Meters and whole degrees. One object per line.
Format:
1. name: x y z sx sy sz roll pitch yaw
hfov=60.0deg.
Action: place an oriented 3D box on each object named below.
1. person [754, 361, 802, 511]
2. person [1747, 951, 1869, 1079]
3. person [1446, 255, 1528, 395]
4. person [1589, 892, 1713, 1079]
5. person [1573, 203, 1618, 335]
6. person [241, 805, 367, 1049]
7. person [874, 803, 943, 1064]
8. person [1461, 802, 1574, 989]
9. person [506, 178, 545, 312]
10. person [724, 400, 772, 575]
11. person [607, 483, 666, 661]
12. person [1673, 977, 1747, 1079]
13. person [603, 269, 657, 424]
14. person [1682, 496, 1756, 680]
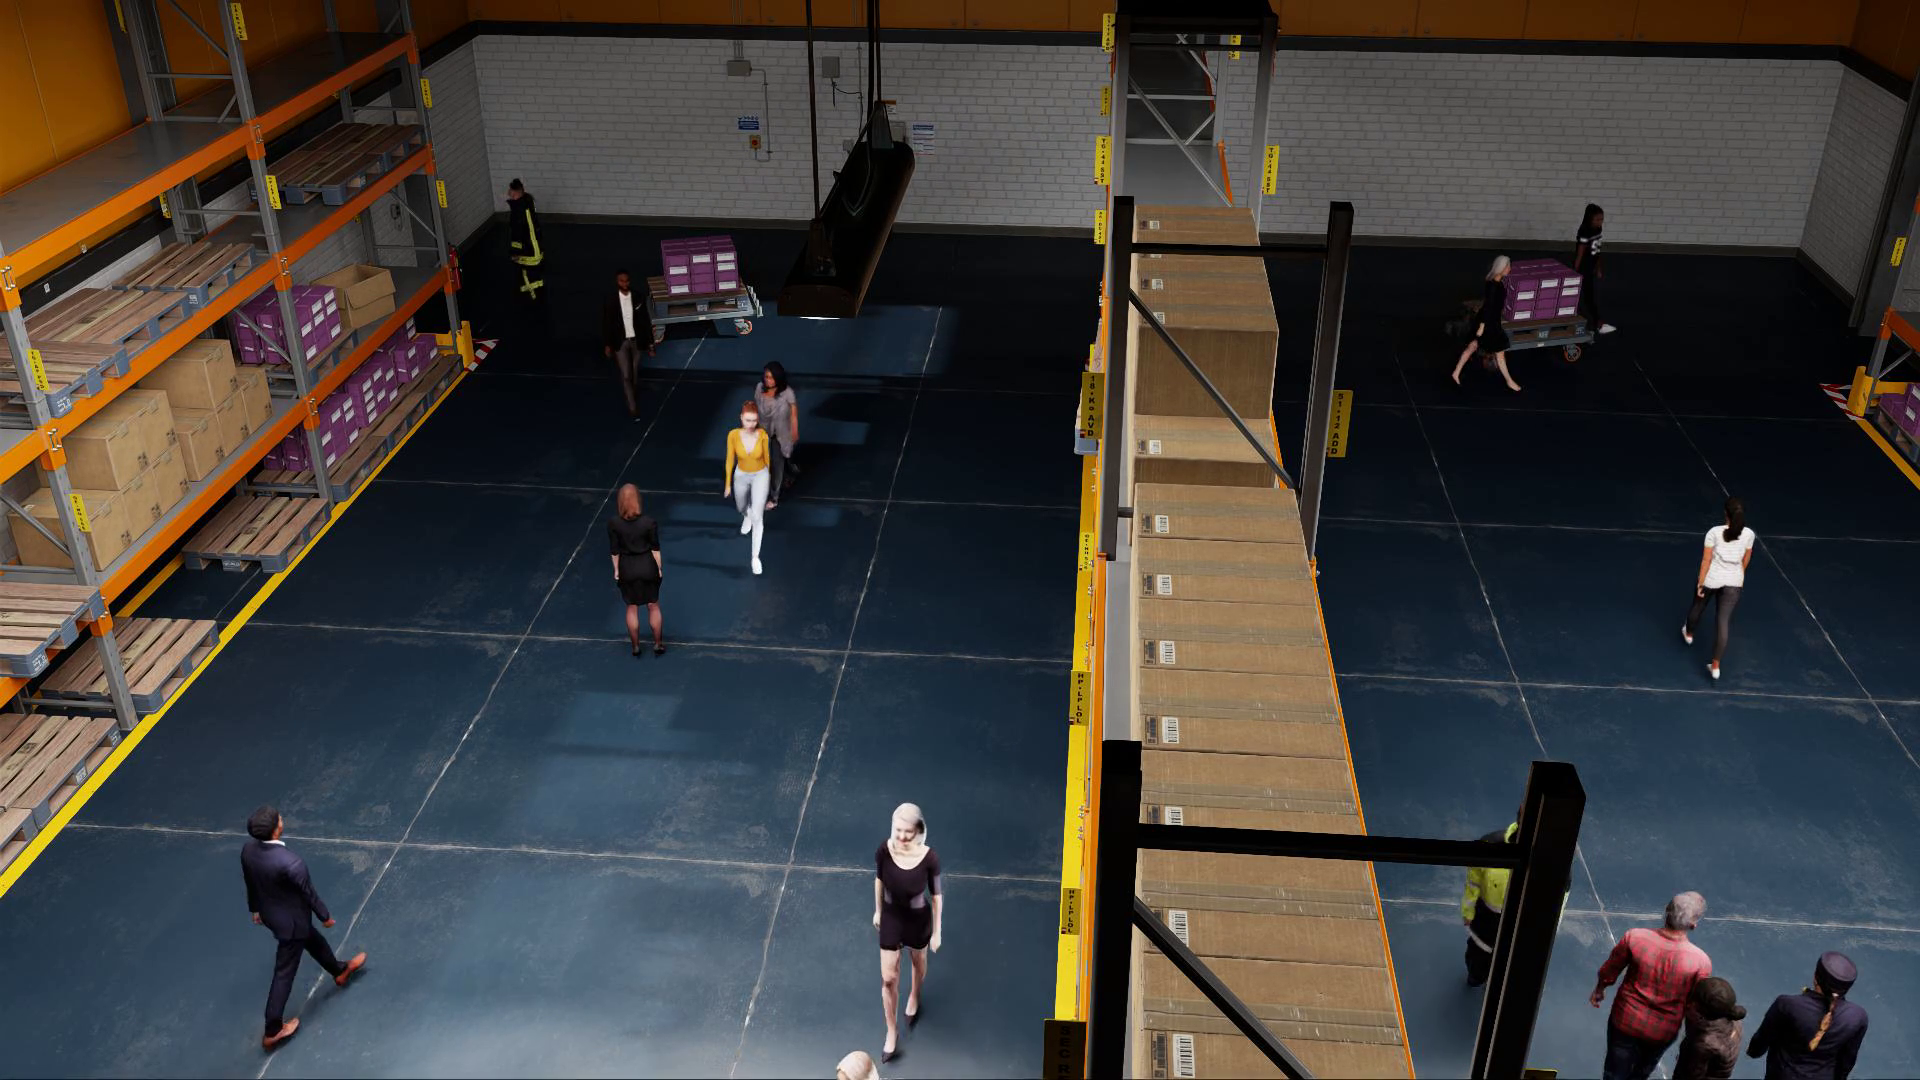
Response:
1. person: -1.879 -1.169 17.435 0.938 1.571 1.164 17 33 29
2. person: 4.795 3.110 9.510 0.686 1.648 0.995 2 29 3
3. person: 6.199 -2.549 19.833 0.851 1.698 1.151 10 30 18
4. person: 4.018 2.892 9.763 1.025 1.789 1.169 14 32 24
5. person: 8.020 -3.520 21.620 1.123 1.691 1.193 20 35 33
6. person: -4.354 2.487 10.621 0.956 1.677 1.233 14 32 24
7. person: -0.319 2.387 10.665 0.646 1.811 0.866 4 29 8
8. person: 3.536 2.363 10.569 0.978 1.945 1.114 15 32 25
9. person: -5.836 -4.033 22.412 0.862 1.833 0.649 11 31 20
10. person: -2.053 -0.594 16.242 0.780 1.705 1.263 -2 29 -3
11. person: -2.830 0.284 14.633 0.622 1.705 0.551 -3 29 -5
12. person: 4.171 3.152 9.422 0.702 1.659 0.763 -16 32 -27
13. person: -3.870 -2.294 19.291 1.036 1.769 1.193 -13 31 -23
14. person: 6.644 0.432 14.469 0.685 1.601 1.126 6 29 11
